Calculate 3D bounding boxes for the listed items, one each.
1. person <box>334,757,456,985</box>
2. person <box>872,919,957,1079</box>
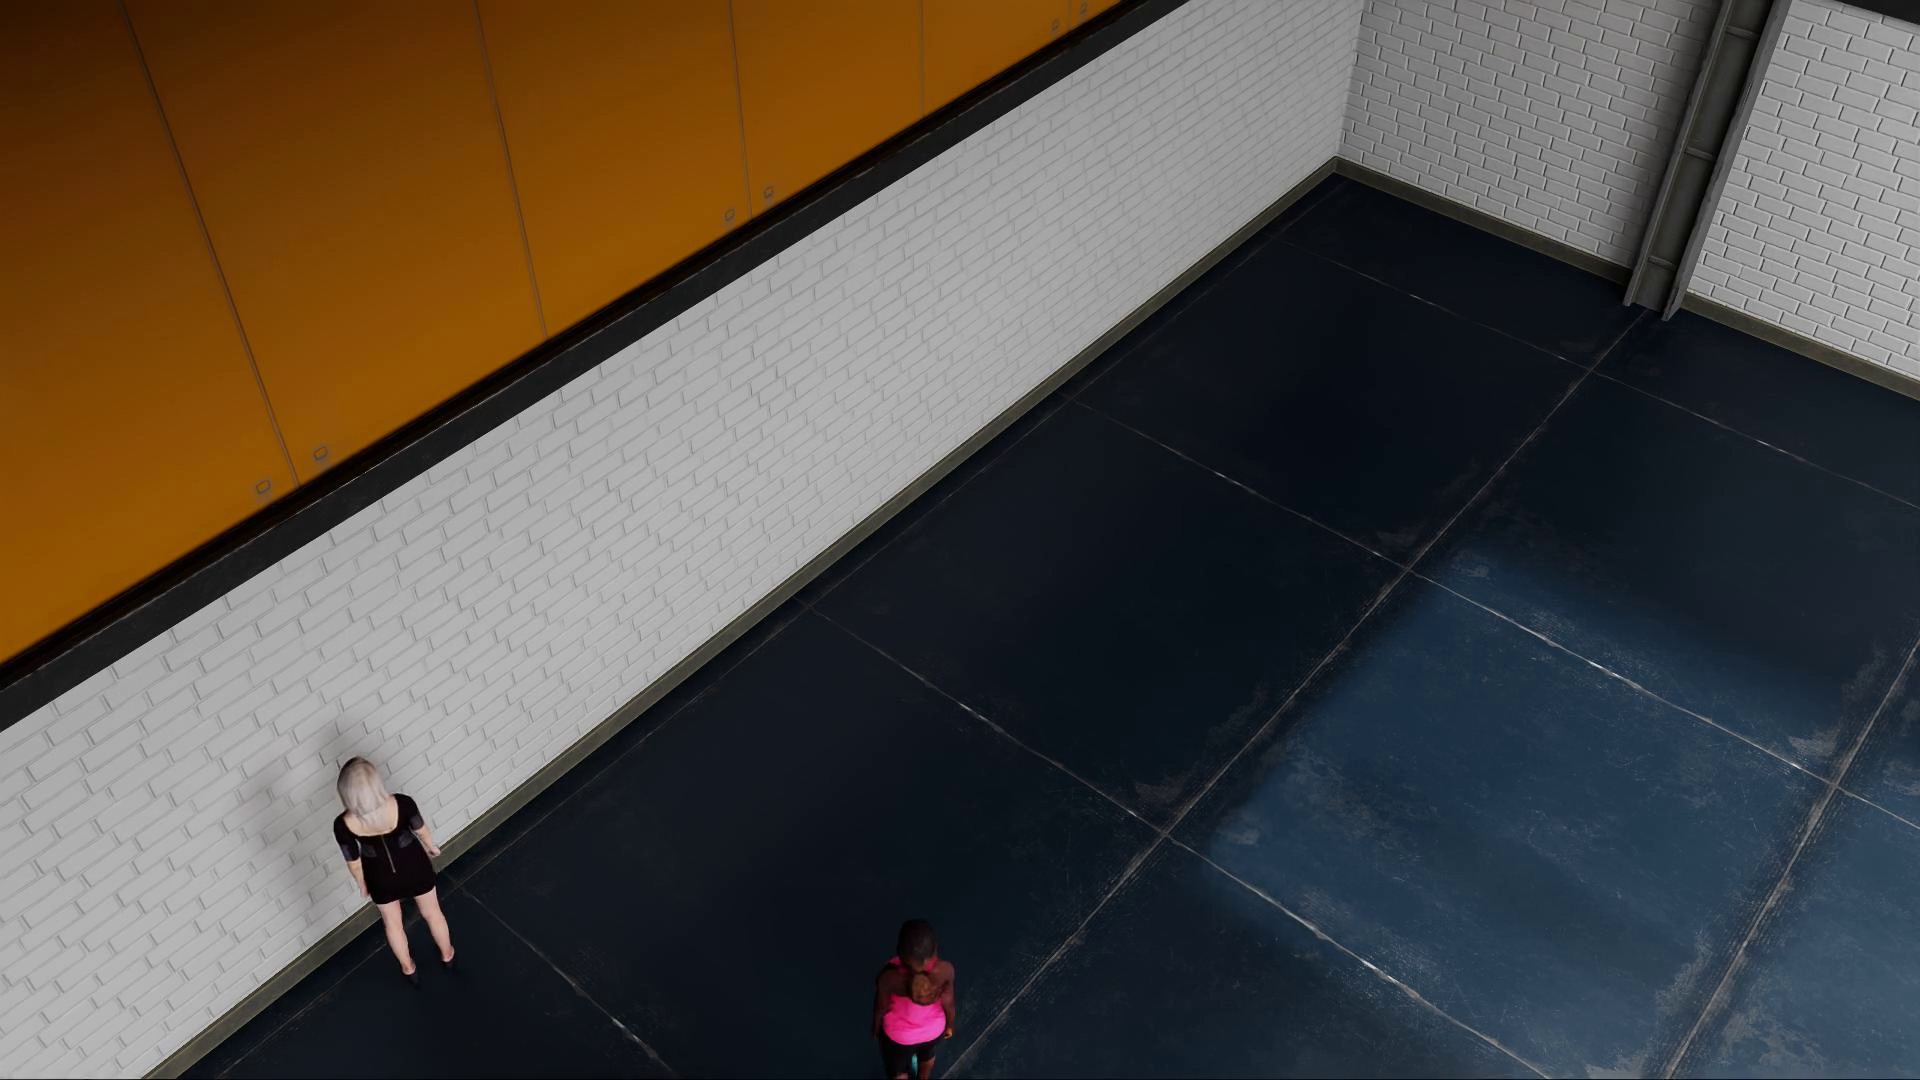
[{"bbox_3d":[-2.970,1.779,8.823,0.662,1.829,0.637,-19,47,-19],"label":"person"},{"bbox_3d":[-0.217,2.474,8.182,0.886,1.707,1.028,-10,45,-10],"label":"person"}]
